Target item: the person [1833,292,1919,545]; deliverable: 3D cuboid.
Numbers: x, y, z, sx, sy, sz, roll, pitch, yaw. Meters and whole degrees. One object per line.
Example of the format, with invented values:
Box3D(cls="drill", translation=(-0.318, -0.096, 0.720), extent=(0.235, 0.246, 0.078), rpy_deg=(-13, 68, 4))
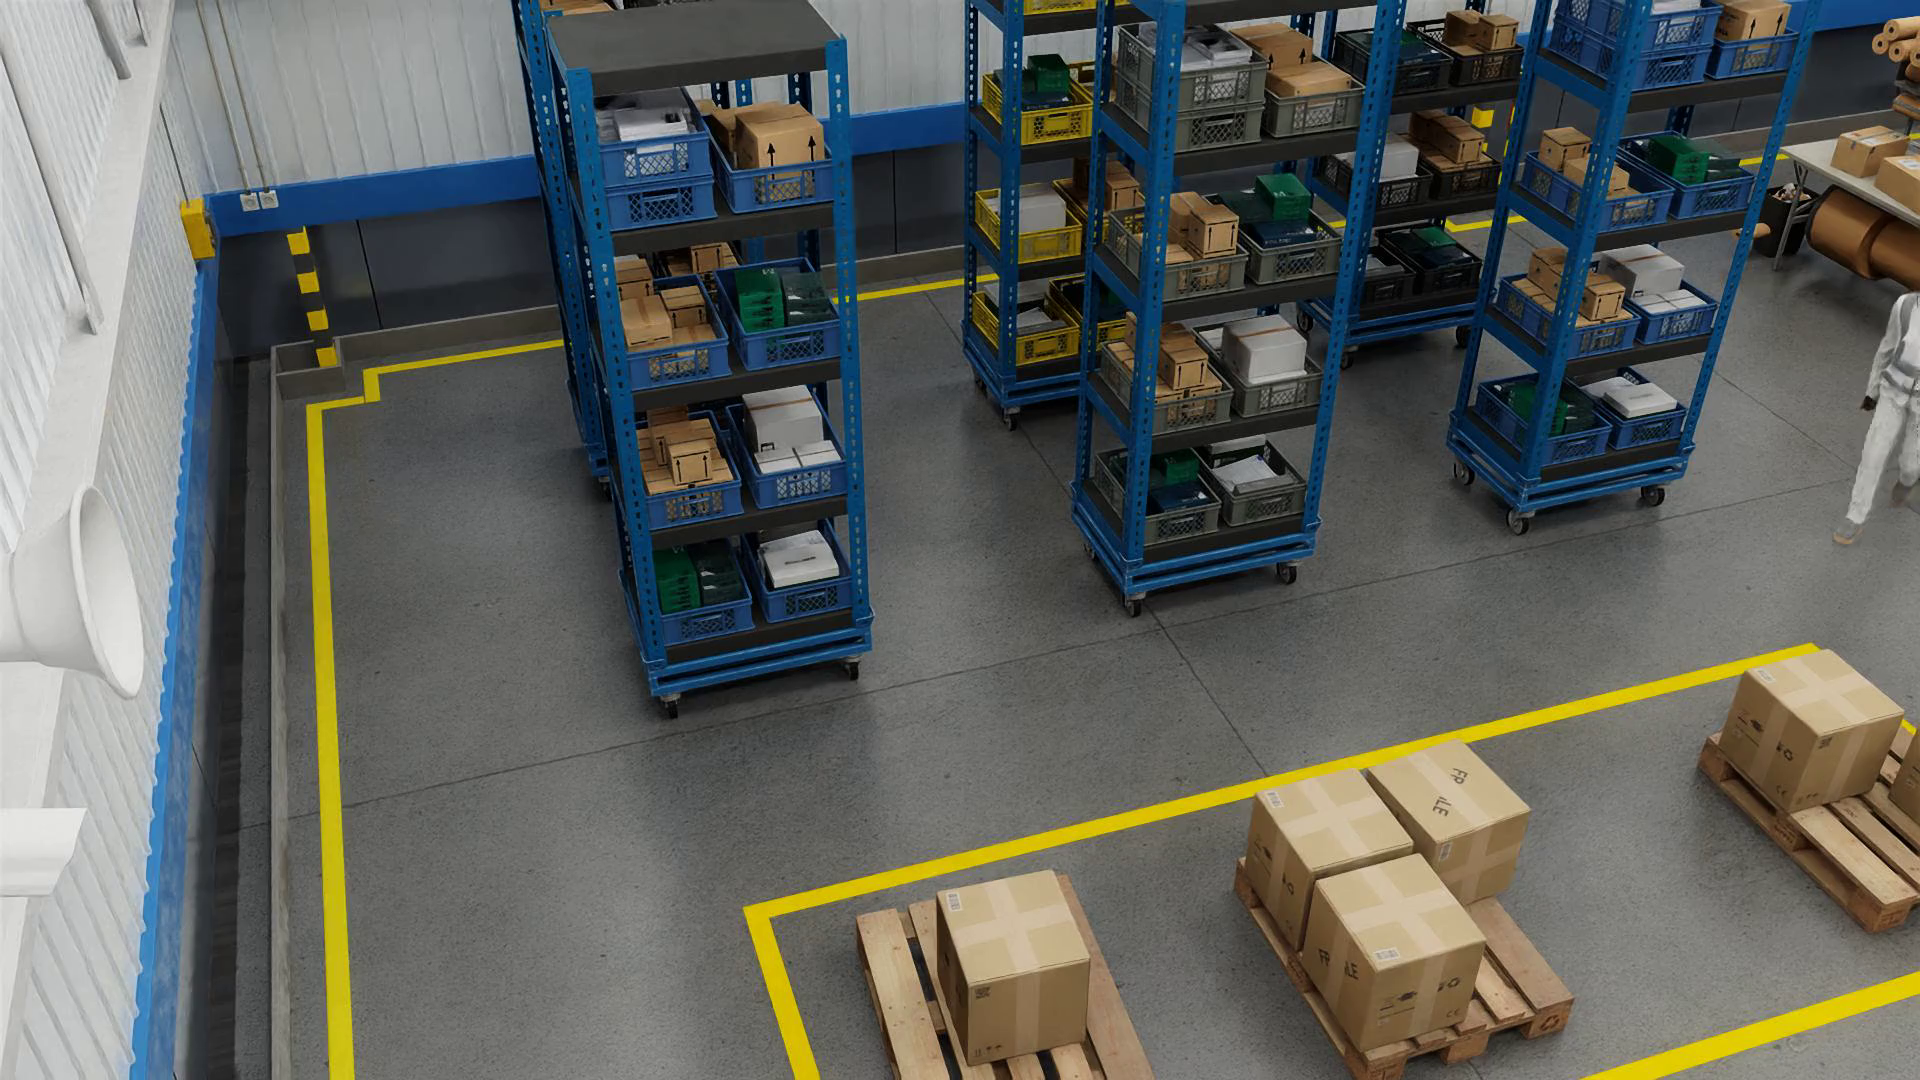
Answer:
Box3D(cls="person", translation=(5.698, -0.861, 9.894), extent=(0.584, 1.860, 0.728), rpy_deg=(29, 44, 34))
